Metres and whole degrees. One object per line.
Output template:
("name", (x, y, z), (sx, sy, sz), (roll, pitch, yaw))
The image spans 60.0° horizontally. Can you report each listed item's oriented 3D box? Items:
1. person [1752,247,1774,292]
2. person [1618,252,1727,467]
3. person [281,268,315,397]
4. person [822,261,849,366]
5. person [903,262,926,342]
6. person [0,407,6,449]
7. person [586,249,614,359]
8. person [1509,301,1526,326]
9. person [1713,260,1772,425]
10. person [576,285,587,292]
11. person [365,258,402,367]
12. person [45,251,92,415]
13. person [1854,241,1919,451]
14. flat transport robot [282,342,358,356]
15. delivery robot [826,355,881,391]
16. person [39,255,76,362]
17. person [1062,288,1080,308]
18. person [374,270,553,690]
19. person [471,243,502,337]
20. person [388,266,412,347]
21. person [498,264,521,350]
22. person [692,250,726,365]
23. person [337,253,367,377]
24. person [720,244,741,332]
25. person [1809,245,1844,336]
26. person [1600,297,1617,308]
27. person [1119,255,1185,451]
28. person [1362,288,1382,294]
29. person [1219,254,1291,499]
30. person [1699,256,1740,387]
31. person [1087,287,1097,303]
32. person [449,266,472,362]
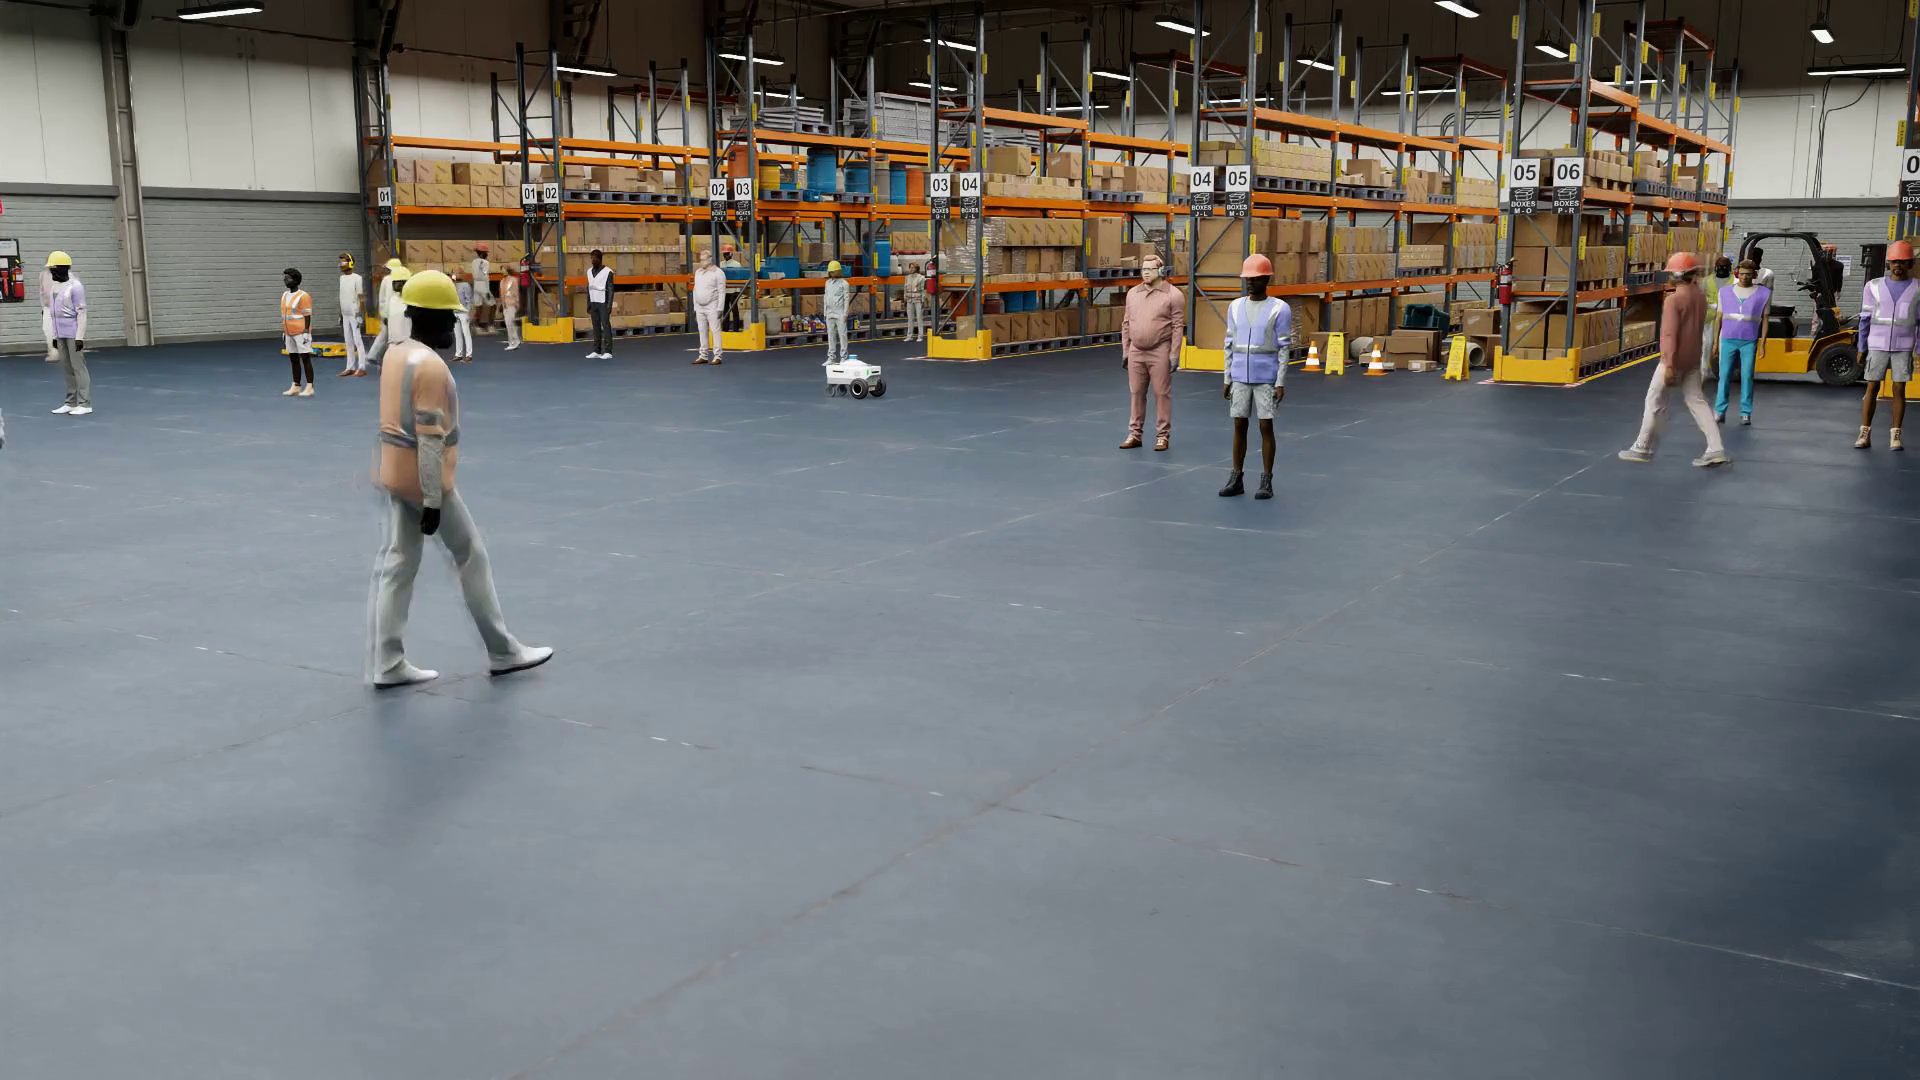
("person", (12.894, -3.781, 27.095), (0.602, 1.960, 0.368), (6, 12, 31))
("person", (6.597, -1.642, 15.159), (0.635, 1.950, 1.008), (-7, 12, -33))
("person", (-8.763, -2.734, 21.968), (0.532, 1.696, 0.319), (6, 12, 31))
("person", (-2.052, -3.727, 27.415), (0.484, 1.738, 0.305), (6, 12, 31))
("person", (-0.933, -4.891, 34.211), (0.510, 1.640, 0.308), (6, 12, 31))
("person", (-6.641, -0.733, 11.046), (0.518, 1.583, 0.877), (-1, 10, -8))
("person", (-6.334, -4.149, 29.283), (0.591, 1.915, 0.393), (6, 12, 31))
("person", (13.755, -6.229, 40.875), (0.629, 1.936, 0.373), (6, 12, 31))
("person", (8.755, -2.213, 18.653), (0.564, 1.839, 0.390), (6, 12, 31))
("person", (-8.894, -5.873, 39.377), (0.522, 1.763, 0.320), (6, 12, 31))
("person", (-9.333, -3.713, 27.215), (0.932, 1.789, 0.595), (-5, 11, -28))
("person", (-10.559, -2.441, 19.680), (0.585, 1.927, 0.366), (6, 12, 31))
("person", (9.133, -1.896, 16.303), (0.606, 2.044, 0.374), (6, 12, 31))
("flat transport robot", (-11.473, -3.442, 29.928), (1.431, 0.197, 0.652), (6, 12, 31))
("delivery robot", (-1.404, -2.192, 21.863), (0.707, 0.478, 0.477), (6, 12, 31))
("person", (-15.422, -3.938, 28.349), (0.661, 1.821, 0.659), (0, 10, 1))
("person", (3.197, -7.109, 46.298), (0.914, 1.822, 0.539), (-1, 10, -3))
("person", (-2.348, -0.279, 7.658), (0.892, 1.890, 0.612), (-8, 13, -39))
("person", (-10.263, -5.417, 36.077), (0.647, 2.020, 0.721), (9, 13, 40))
("person", (-6.198, -2.164, 18.583), (0.522, 1.768, 0.311), (6, 12, 31))
("person", (-8.554, -4.408, 31.518), (0.543, 1.623, 0.377), (9, 13, 40))
("person", (-4.221, -3.883, 27.814), (0.640, 1.909, 0.409), (6, 12, 31))
("person", (-9.255, -3.403, 25.229), (0.508, 1.872, 0.329), (6, 12, 31))
("person", (-5.026, -5.422, 36.187), (0.608, 1.995, 0.377), (6, 12, 31))
("person", (18.838, -5.417, 36.179), (0.608, 1.989, 0.387), (6, 12, 31))
("person", (15.040, -5.784, 38.600), (0.508, 1.861, 0.329), (6, 12, 31))
("person", (1.861, -1.826, 16.295), (0.640, 1.909, 0.409), (6, 12, 31))
("person", (9.732, -5.823, 39.268), (0.532, 1.696, 0.319), (6, 12, 31))
("person", (2.338, -1.291, 13.213), (0.542, 1.938, 0.357), (6, 12, 31))
("person", (10.656, -3.055, 23.374), (0.624, 1.840, 0.429), (6, 12, 31))
("person", (3.749, -7.472, 47.830), (0.629, 1.940, 0.373), (6, 12, 31))
("person", (-8.547, -3.855, 28.426), (0.497, 1.633, 0.284), (6, 12, 31))
